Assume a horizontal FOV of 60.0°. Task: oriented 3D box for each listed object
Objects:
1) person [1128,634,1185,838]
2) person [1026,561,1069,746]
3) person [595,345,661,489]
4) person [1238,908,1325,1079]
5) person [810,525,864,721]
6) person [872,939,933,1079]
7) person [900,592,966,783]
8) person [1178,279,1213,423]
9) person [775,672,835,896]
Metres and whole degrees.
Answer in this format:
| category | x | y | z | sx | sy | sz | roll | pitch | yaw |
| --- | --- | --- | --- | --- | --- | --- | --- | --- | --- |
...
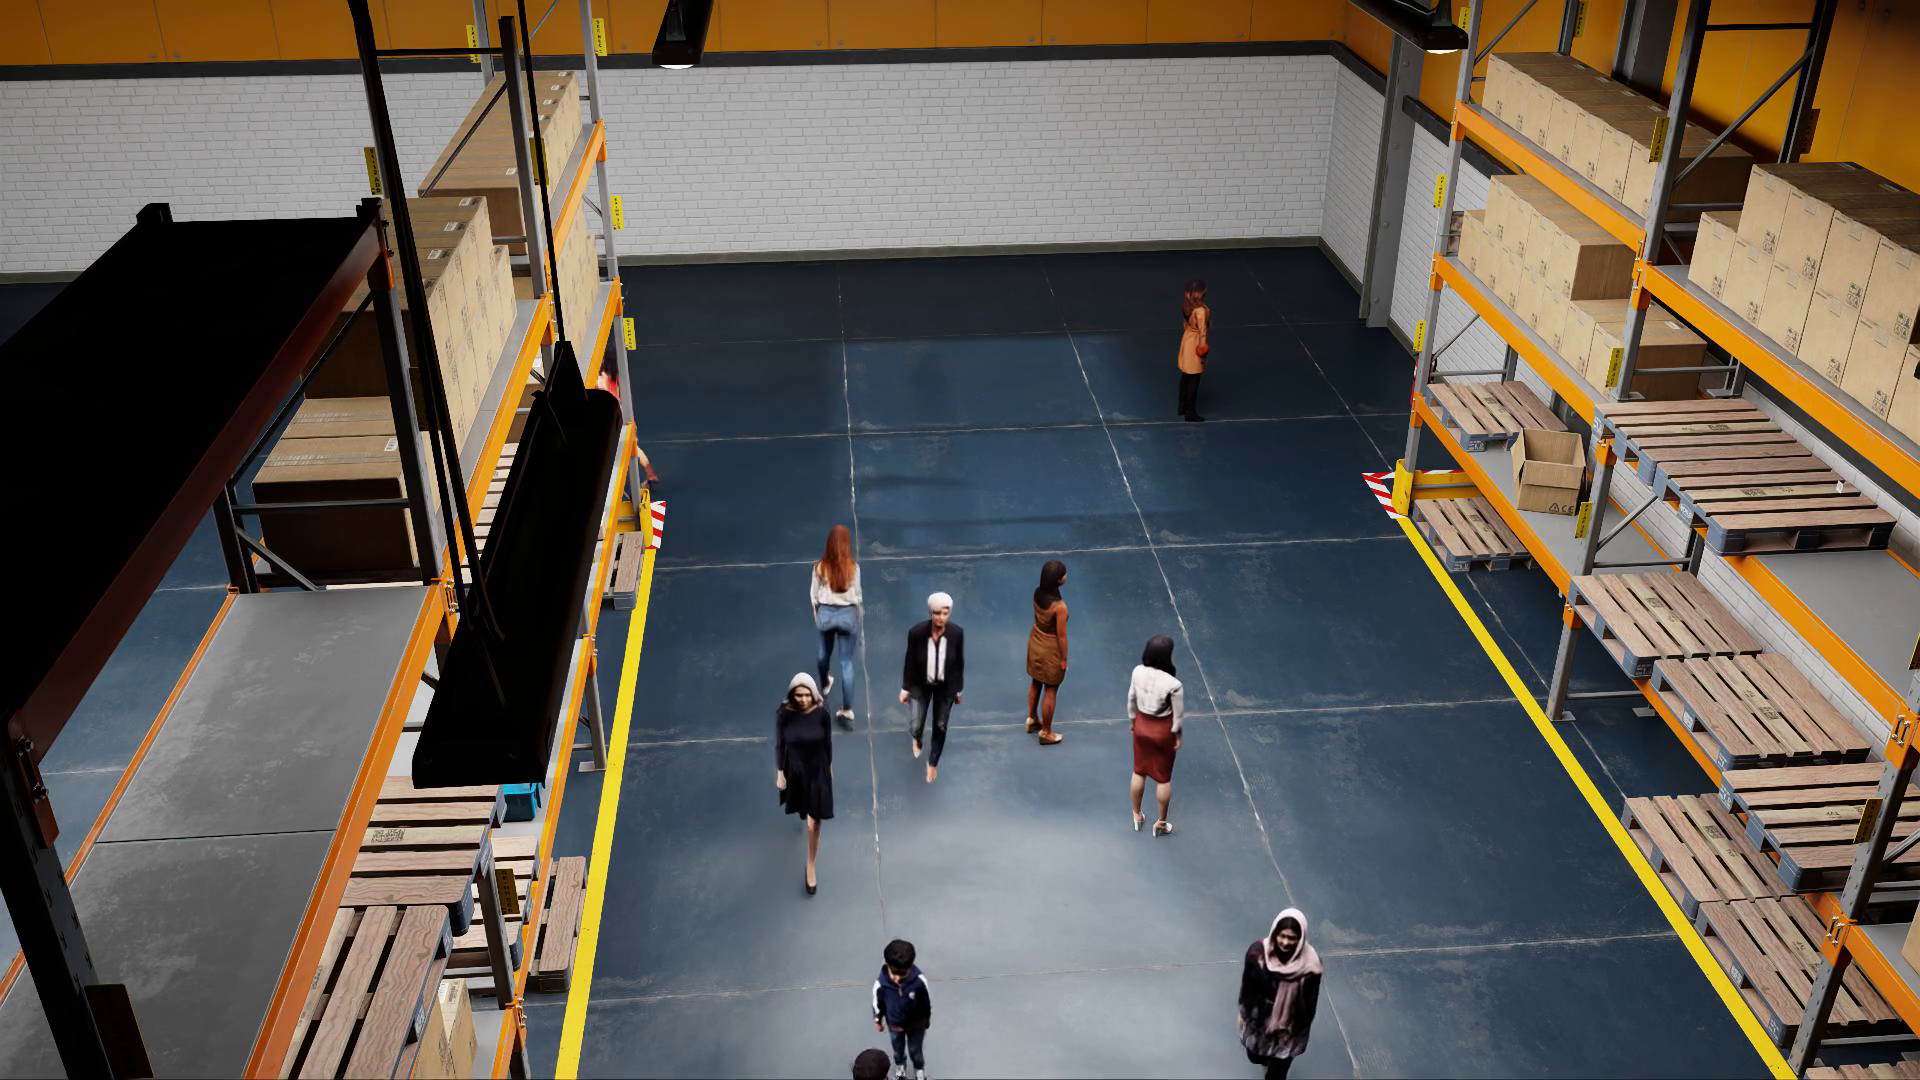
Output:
| category | x | y | z | sx | sy | sz | roll | pitch | yaw |
| --- | --- | --- | --- | --- | --- | --- | --- | --- | --- |
| person | 1.472 | 1.478 | 12.569 | 0.670 | 1.750 | 0.708 | 18 | 34 | 30 |
| person | 0.716 | 0.915 | 13.670 | 0.699 | 1.684 | 0.587 | -16 | 33 | -27 |
| person | -3.617 | -1.266 | 17.681 | 0.958 | 1.672 | 1.186 | 8 | 30 | 15 |
| person | 1.941 | 2.862 | 10.167 | 0.830 | 1.620 | 1.020 | 7 | 29 | 13 |
| person | -1.009 | 0.727 | 14.006 | 0.670 | 1.691 | 0.998 | -2 | 29 | -4 |
| person | -0.344 | 2.954 | 10.426 | 0.542 | 1.210 | 0.535 | 1 | 29 | 2 |
| person | -0.275 | 1.144 | 13.283 | 0.749 | 1.763 | 0.693 | -2 | 29 | -3 |
| person | 2.727 | -2.224 | 19.387 | 0.789 | 1.719 | 0.597 | -8 | 30 | -14 |
| person | -1.142 | 1.688 | 12.220 | 0.582 | 1.715 | 1.093 | -3 | 29 | -5 |
